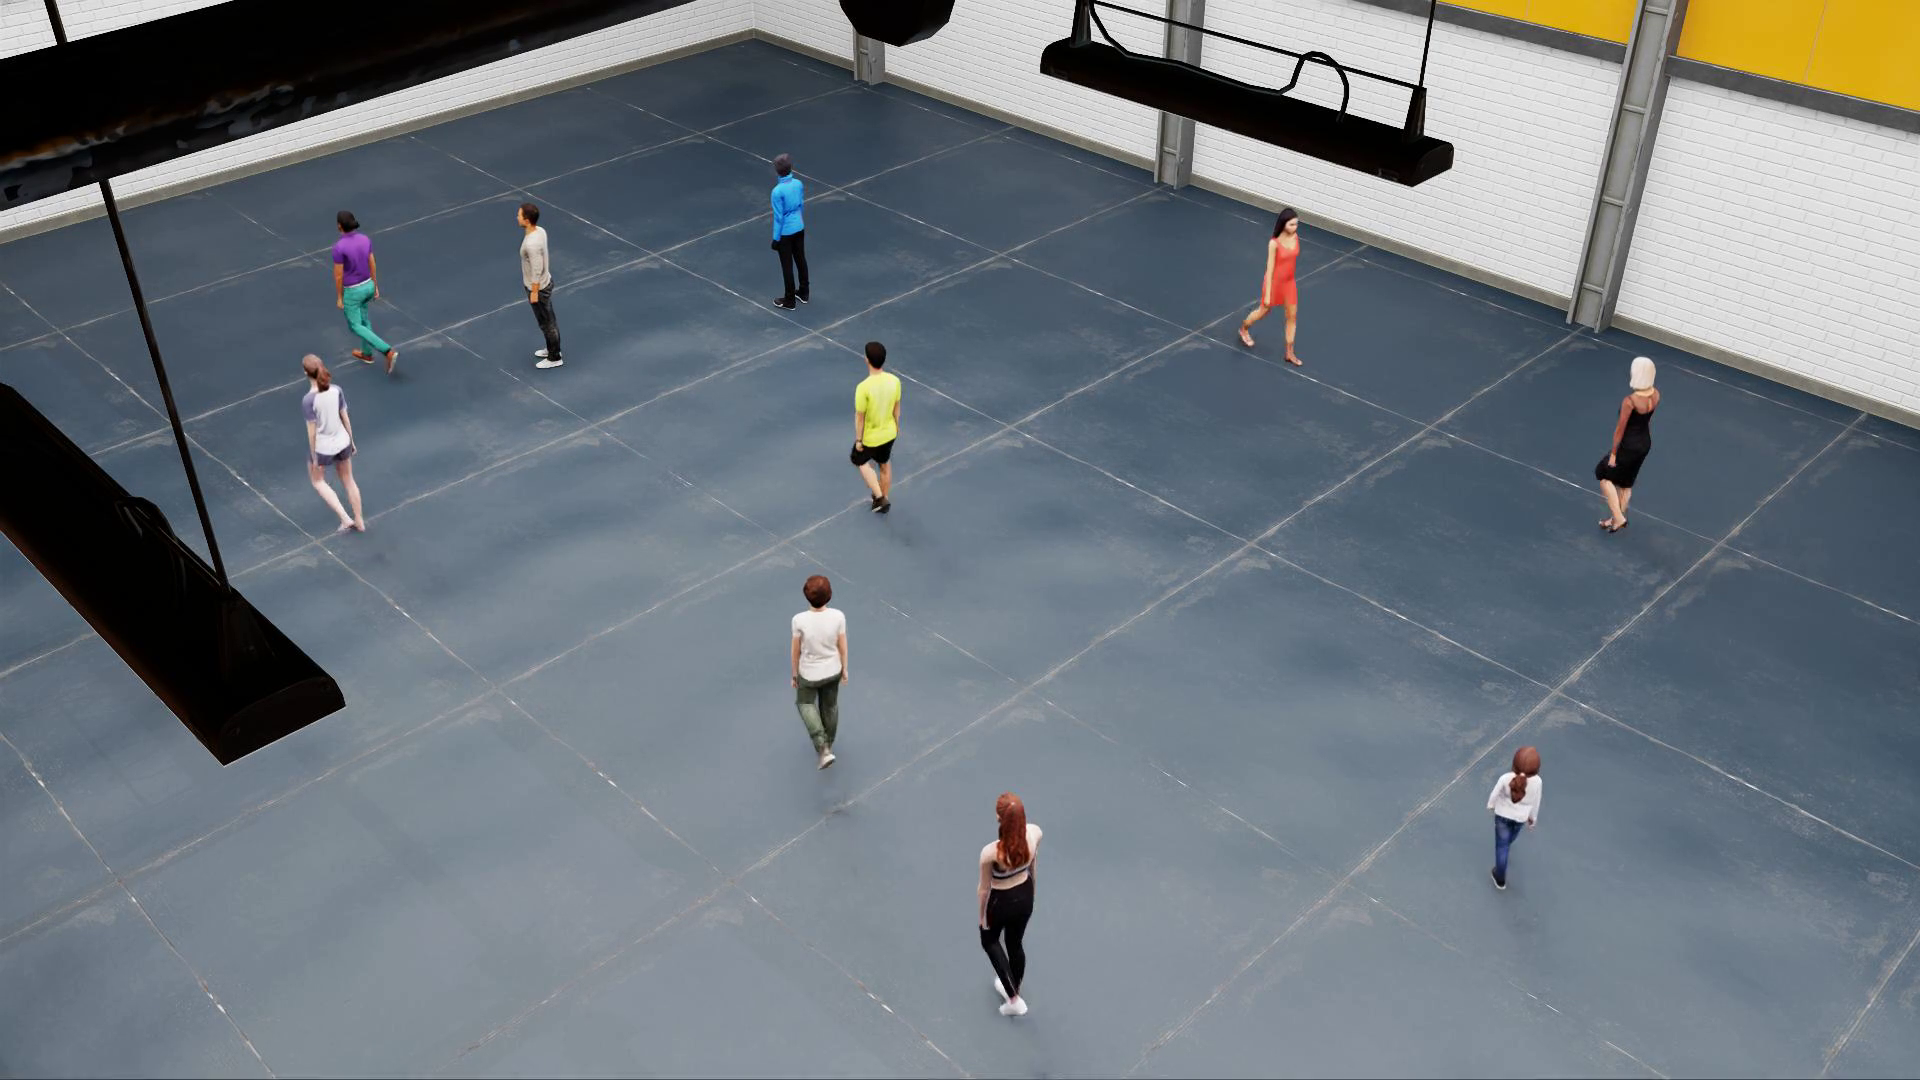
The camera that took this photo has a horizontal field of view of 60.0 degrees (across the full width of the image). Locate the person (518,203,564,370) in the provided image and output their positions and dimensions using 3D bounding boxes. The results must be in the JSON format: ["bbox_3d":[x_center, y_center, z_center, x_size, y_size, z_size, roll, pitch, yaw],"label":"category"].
[{"bbox_3d":[-4.405,-2.684,17.467,0.789,1.812,0.698,-4,34,-6],"label":"person"}]

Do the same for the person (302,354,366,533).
[{"bbox_3d":[-5.503,-0.791,14.671,0.657,1.753,0.626,23,40,31],"label":"person"}]

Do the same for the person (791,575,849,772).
[{"bbox_3d":[-1.005,1.009,12.064,0.792,1.643,0.925,-9,35,-13],"label":"person"}]

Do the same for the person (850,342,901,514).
[{"bbox_3d":[-0.710,-0.951,14.966,0.707,1.694,0.762,-20,39,-28],"label":"person"}]

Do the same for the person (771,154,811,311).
[{"bbox_3d":[-1.902,-3.459,18.643,0.574,1.801,0.631,23,40,31],"label":"person"}]

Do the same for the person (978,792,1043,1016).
[{"bbox_3d":[0.347,2.273,10.081,0.705,1.733,0.790,-15,36,-21],"label":"person"}]

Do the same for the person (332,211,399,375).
[{"bbox_3d":[-6.224,-2.562,17.341,1.107,1.748,0.843,17,37,24],"label":"person"}]

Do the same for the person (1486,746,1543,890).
[{"bbox_3d":[3.748,1.883,11.252,0.741,1.086,0.792,1,34,1],"label":"person"}]

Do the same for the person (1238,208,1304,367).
[{"bbox_3d":[3.303,-2.713,17.628,0.697,1.682,1.151,-23,40,-30],"label":"person"}]

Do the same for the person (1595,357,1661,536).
[{"bbox_3d":[5.959,-0.761,14.645,0.709,1.733,0.769,-15,37,-22],"label":"person"}]
